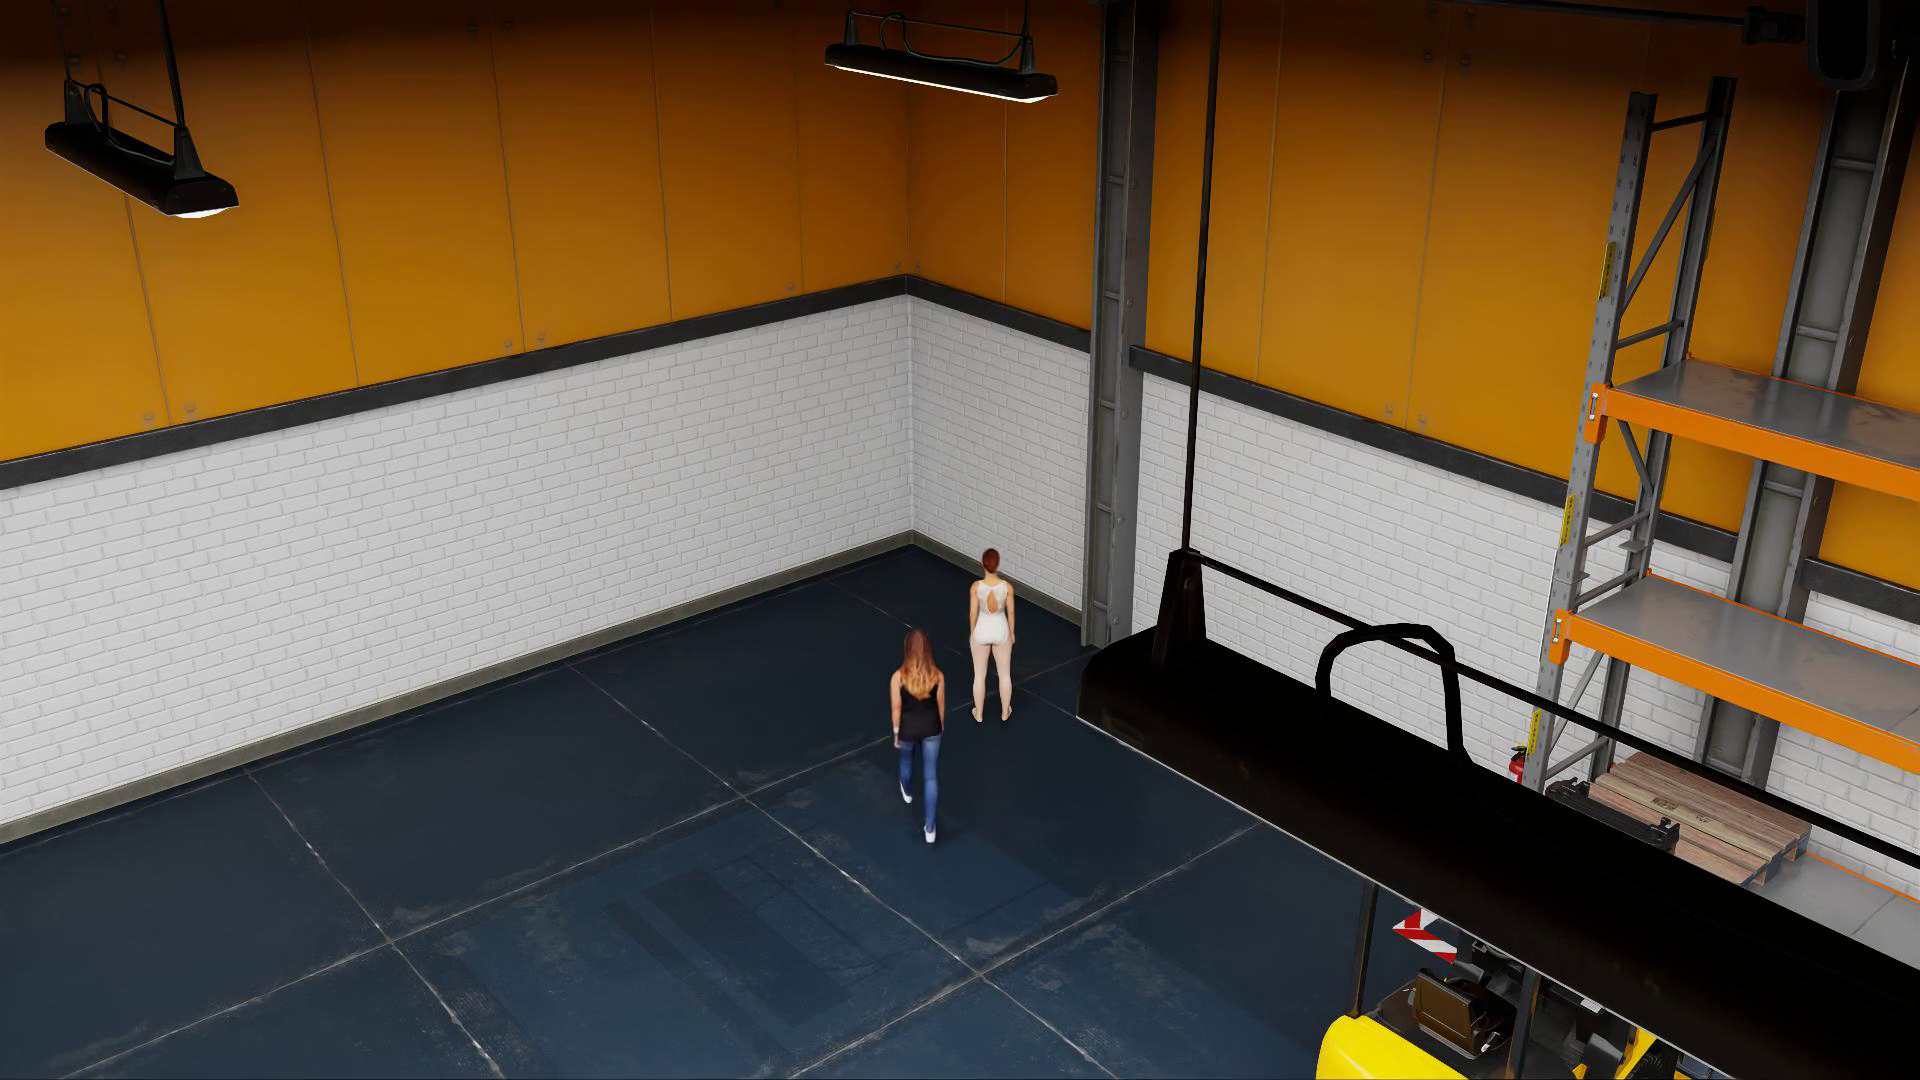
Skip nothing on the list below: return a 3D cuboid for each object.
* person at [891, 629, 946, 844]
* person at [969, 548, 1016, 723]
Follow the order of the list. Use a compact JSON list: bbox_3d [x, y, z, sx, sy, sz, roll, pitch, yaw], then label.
[{"bbox_3d":[-0.306,1.550,12.906,0.980,1.672,1.160,-2,24,-5],"label":"person"},{"bbox_3d":[0.275,0.835,14.576,0.618,1.644,0.646,-1,24,-3],"label":"person"}]
